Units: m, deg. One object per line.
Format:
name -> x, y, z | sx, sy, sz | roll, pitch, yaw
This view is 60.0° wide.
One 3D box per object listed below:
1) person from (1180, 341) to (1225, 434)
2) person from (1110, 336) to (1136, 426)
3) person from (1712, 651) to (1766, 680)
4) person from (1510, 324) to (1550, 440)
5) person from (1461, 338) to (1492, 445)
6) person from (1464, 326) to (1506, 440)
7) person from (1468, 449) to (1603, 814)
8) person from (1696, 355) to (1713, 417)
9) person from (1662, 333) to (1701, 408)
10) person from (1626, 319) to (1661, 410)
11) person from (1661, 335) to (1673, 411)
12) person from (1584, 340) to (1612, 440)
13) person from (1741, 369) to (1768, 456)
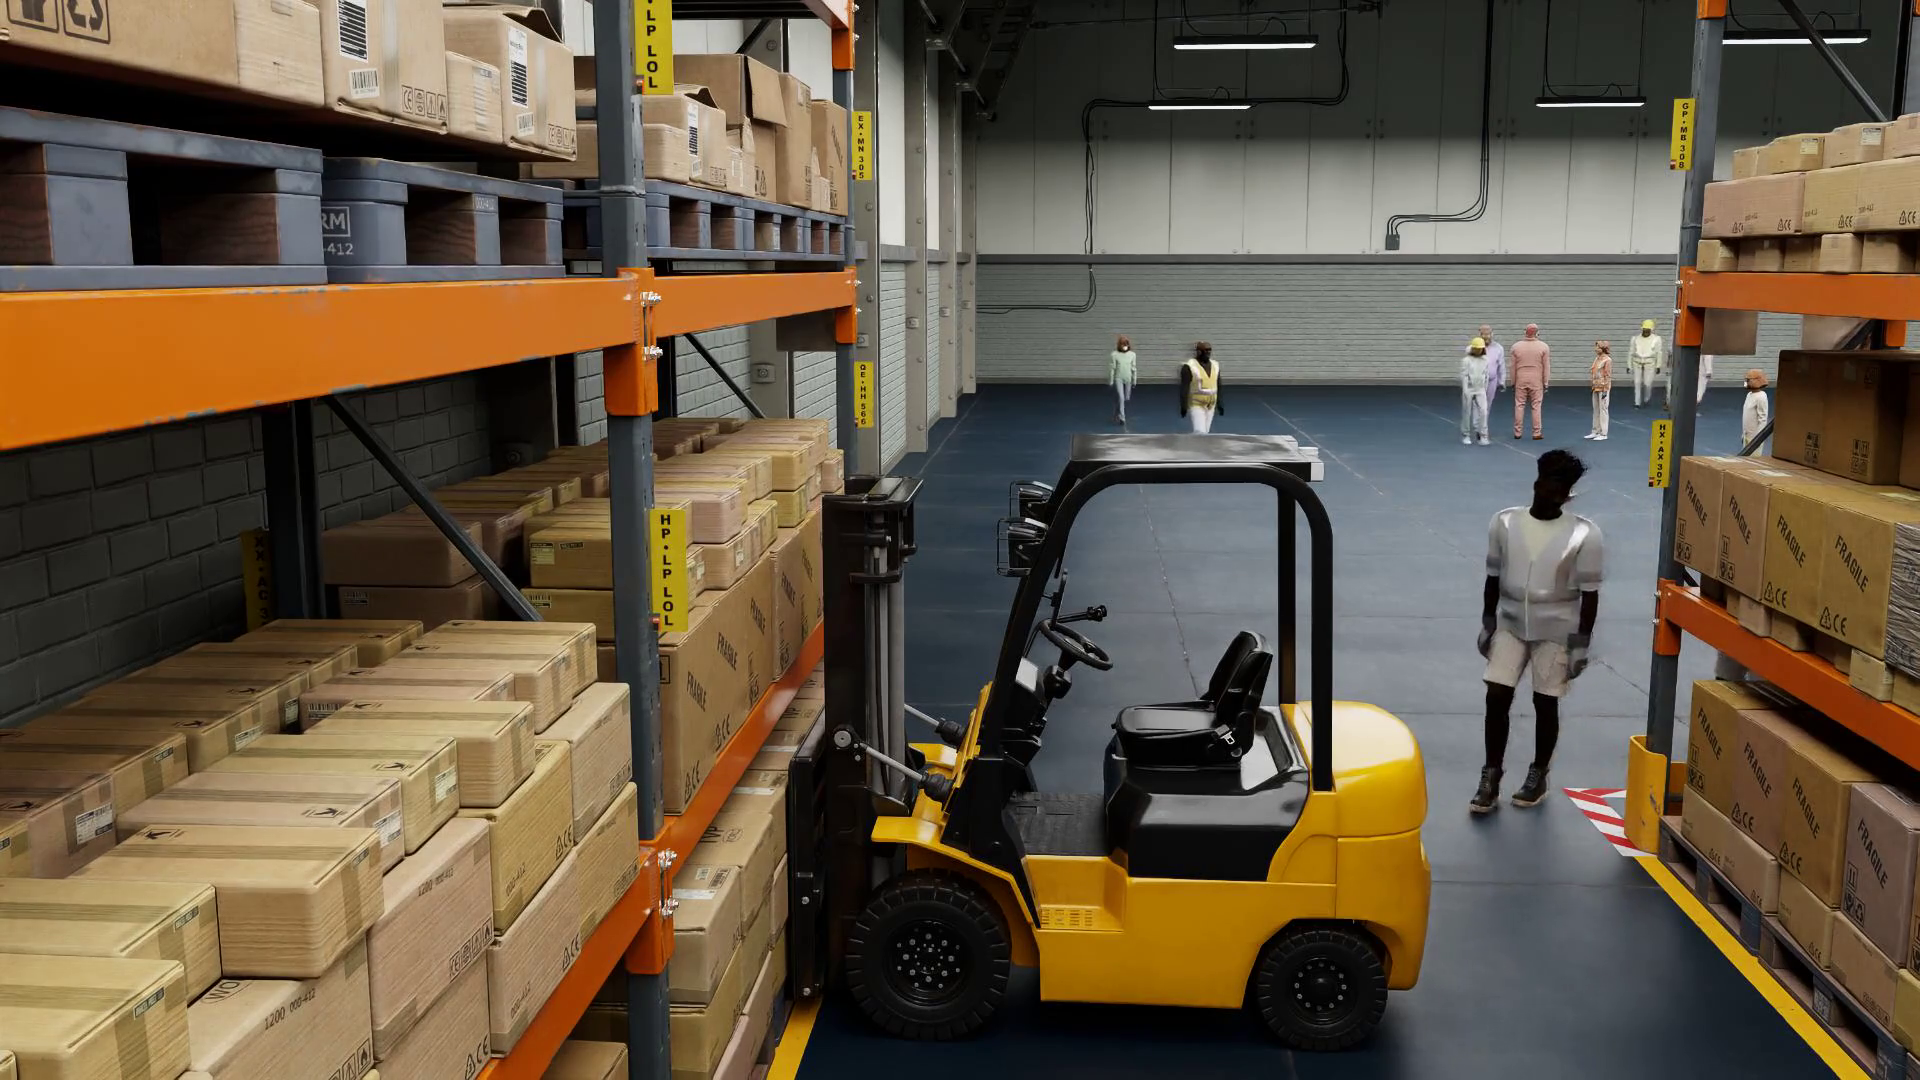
person -> 3.390, -1.875, 23.289 | 0.625, 1.823, 0.453 | -6, 11, -32
person -> 2.917, -2.875, 30.008 | 0.504, 1.604, 0.676 | -3, 10, -16
person -> 4.354, 0.535, 9.101 | 0.335, 1.677, 0.558 | -2, 10, -11
person -> 9.402, -2.607, 27.442 | 0.636, 1.911, 0.406 | 5, 11, 29
person -> 8.229, -2.344, 26.454 | 0.490, 1.707, 0.844 | -1, 9, -4
person -> 8.691, -2.592, 27.511 | 0.643, 1.857, 0.988 | 0, 9, 2
person -> 2.936, 0.491, 8.614 | 0.659, 1.922, 0.769 | 7, 12, 38
person -> 13.952, -3.240, 31.414 | 0.500, 1.868, 0.721 | -1, 9, -3
person -> 14.592, -3.595, 33.485 | 0.636, 1.902, 0.995 | -1, 9, -7
person -> 13.531, -3.462, 32.932 | 0.635, 1.805, 0.431 | 6, 11, 32
person -> 14.101, -3.411, 32.546 | 0.557, 1.839, 0.792 | -2, 10, -14
person -> 10.526, -2.458, 27.335 | 0.307, 1.645, 0.517 | -1, 9, -5
person -> 9.509, -1.235, 19.955 | 0.269, 1.632, 0.505 | 1, 9, 6
